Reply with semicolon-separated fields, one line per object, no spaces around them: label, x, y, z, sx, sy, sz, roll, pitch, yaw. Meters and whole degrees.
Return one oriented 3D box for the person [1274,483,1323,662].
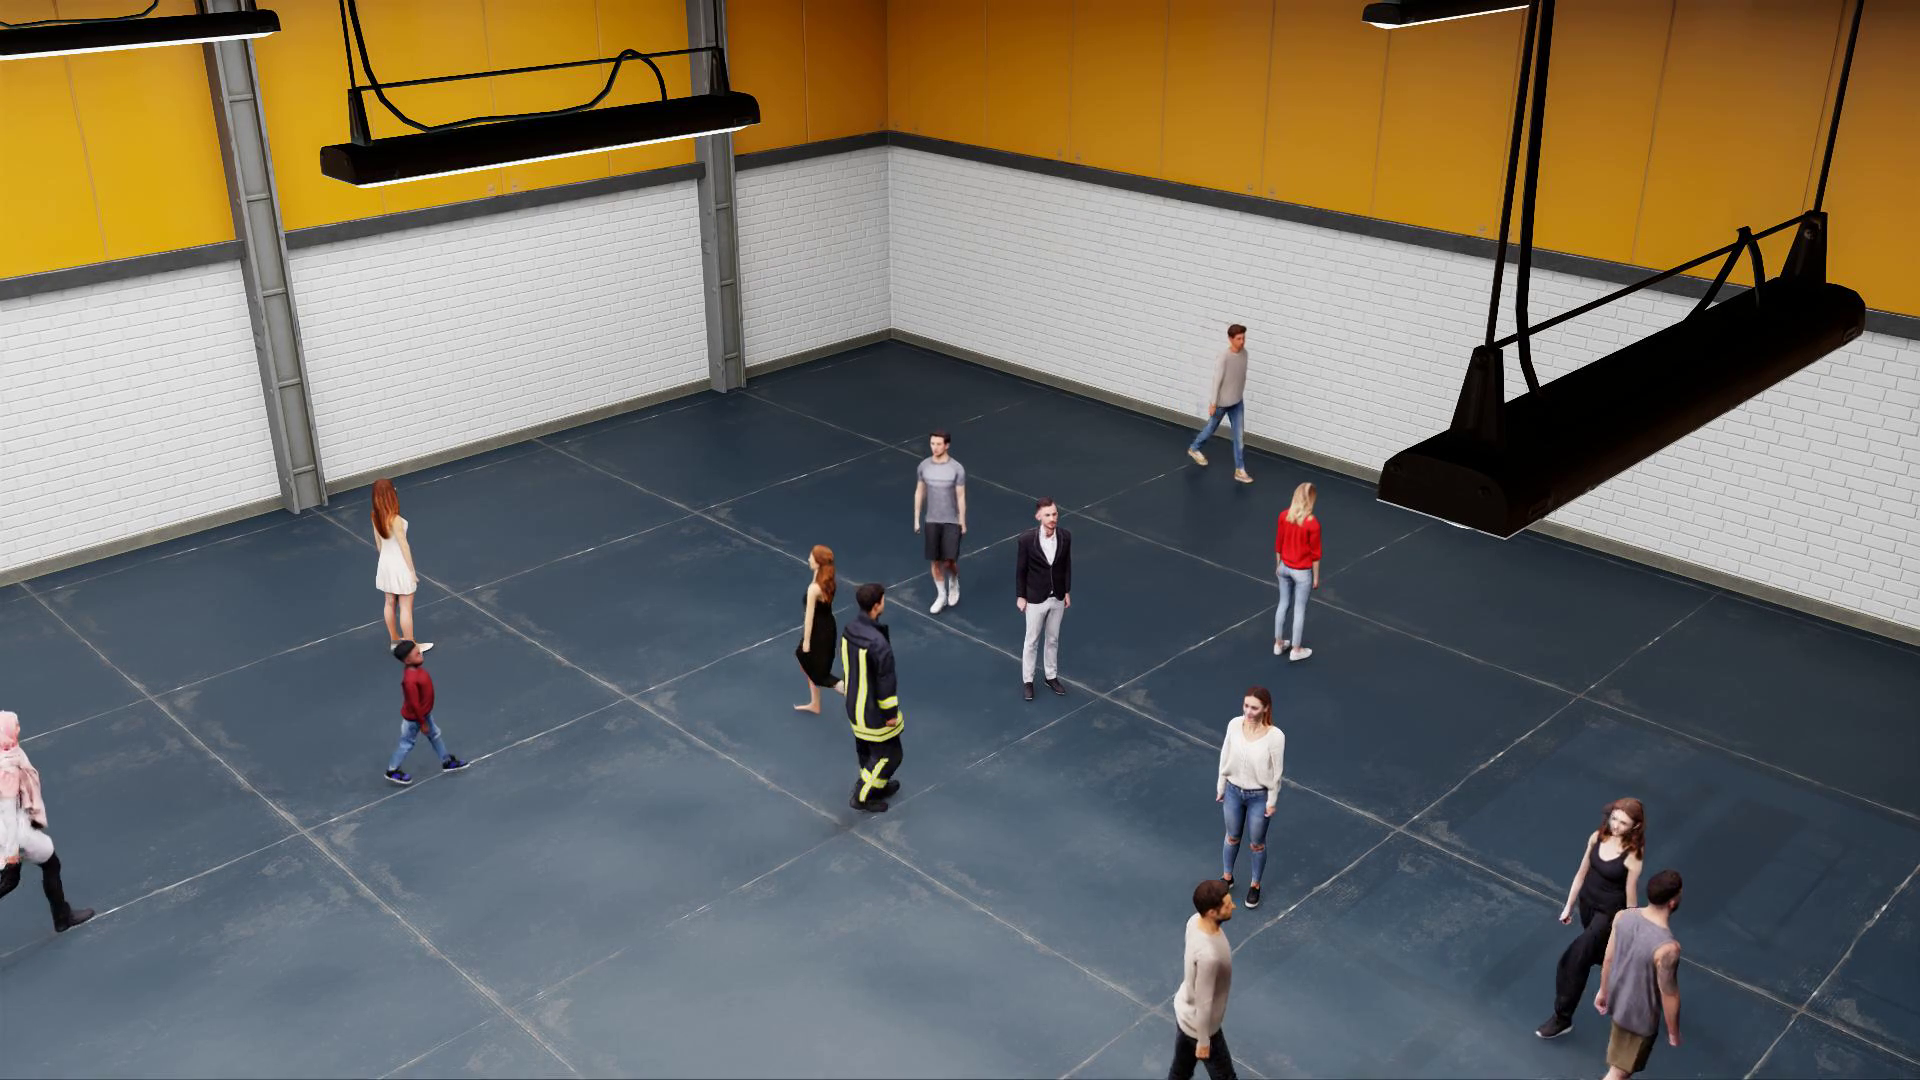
person;3.069;0.278;15.183;0.615;1.704;0.492;22;32;40

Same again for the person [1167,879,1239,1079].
person;1.277;2.713;9.421;0.908;1.858;0.850;-1;24;-2

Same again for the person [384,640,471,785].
person;-4.397;1.379;13.245;0.942;1.238;0.817;-4;24;-8

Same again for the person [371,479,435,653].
person;-5.186;0.239;15.263;0.591;1.712;0.578;16;28;32

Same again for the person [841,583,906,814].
person;-0.717;1.239;12.718;0.877;1.917;0.904;-14;27;-29

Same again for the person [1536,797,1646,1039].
person;4.125;2.343;10.468;1.218;1.697;0.900;-8;25;-18

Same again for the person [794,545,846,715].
person;-1.105;0.826;14.058;0.915;1.602;0.962;6;24;14

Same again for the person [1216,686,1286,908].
person;2.035;1.792;11.735;0.666;1.692;0.624;14;27;28

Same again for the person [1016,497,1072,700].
person;0.734;0.486;14.531;0.672;1.845;0.800;-7;25;-15

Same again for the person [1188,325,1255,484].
person;3.045;-1.626;19.363;1.287;1.845;0.928;-15;28;-31

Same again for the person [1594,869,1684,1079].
person;3.832;2.735;9.625;0.896;1.827;0.822;-5;24;-12

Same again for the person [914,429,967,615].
person;-0.127;-0.209;16.110;0.803;1.853;0.844;9;25;21

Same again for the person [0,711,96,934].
person;-6.418;2.035;11.101;0.698;1.754;1.181;20;30;38
